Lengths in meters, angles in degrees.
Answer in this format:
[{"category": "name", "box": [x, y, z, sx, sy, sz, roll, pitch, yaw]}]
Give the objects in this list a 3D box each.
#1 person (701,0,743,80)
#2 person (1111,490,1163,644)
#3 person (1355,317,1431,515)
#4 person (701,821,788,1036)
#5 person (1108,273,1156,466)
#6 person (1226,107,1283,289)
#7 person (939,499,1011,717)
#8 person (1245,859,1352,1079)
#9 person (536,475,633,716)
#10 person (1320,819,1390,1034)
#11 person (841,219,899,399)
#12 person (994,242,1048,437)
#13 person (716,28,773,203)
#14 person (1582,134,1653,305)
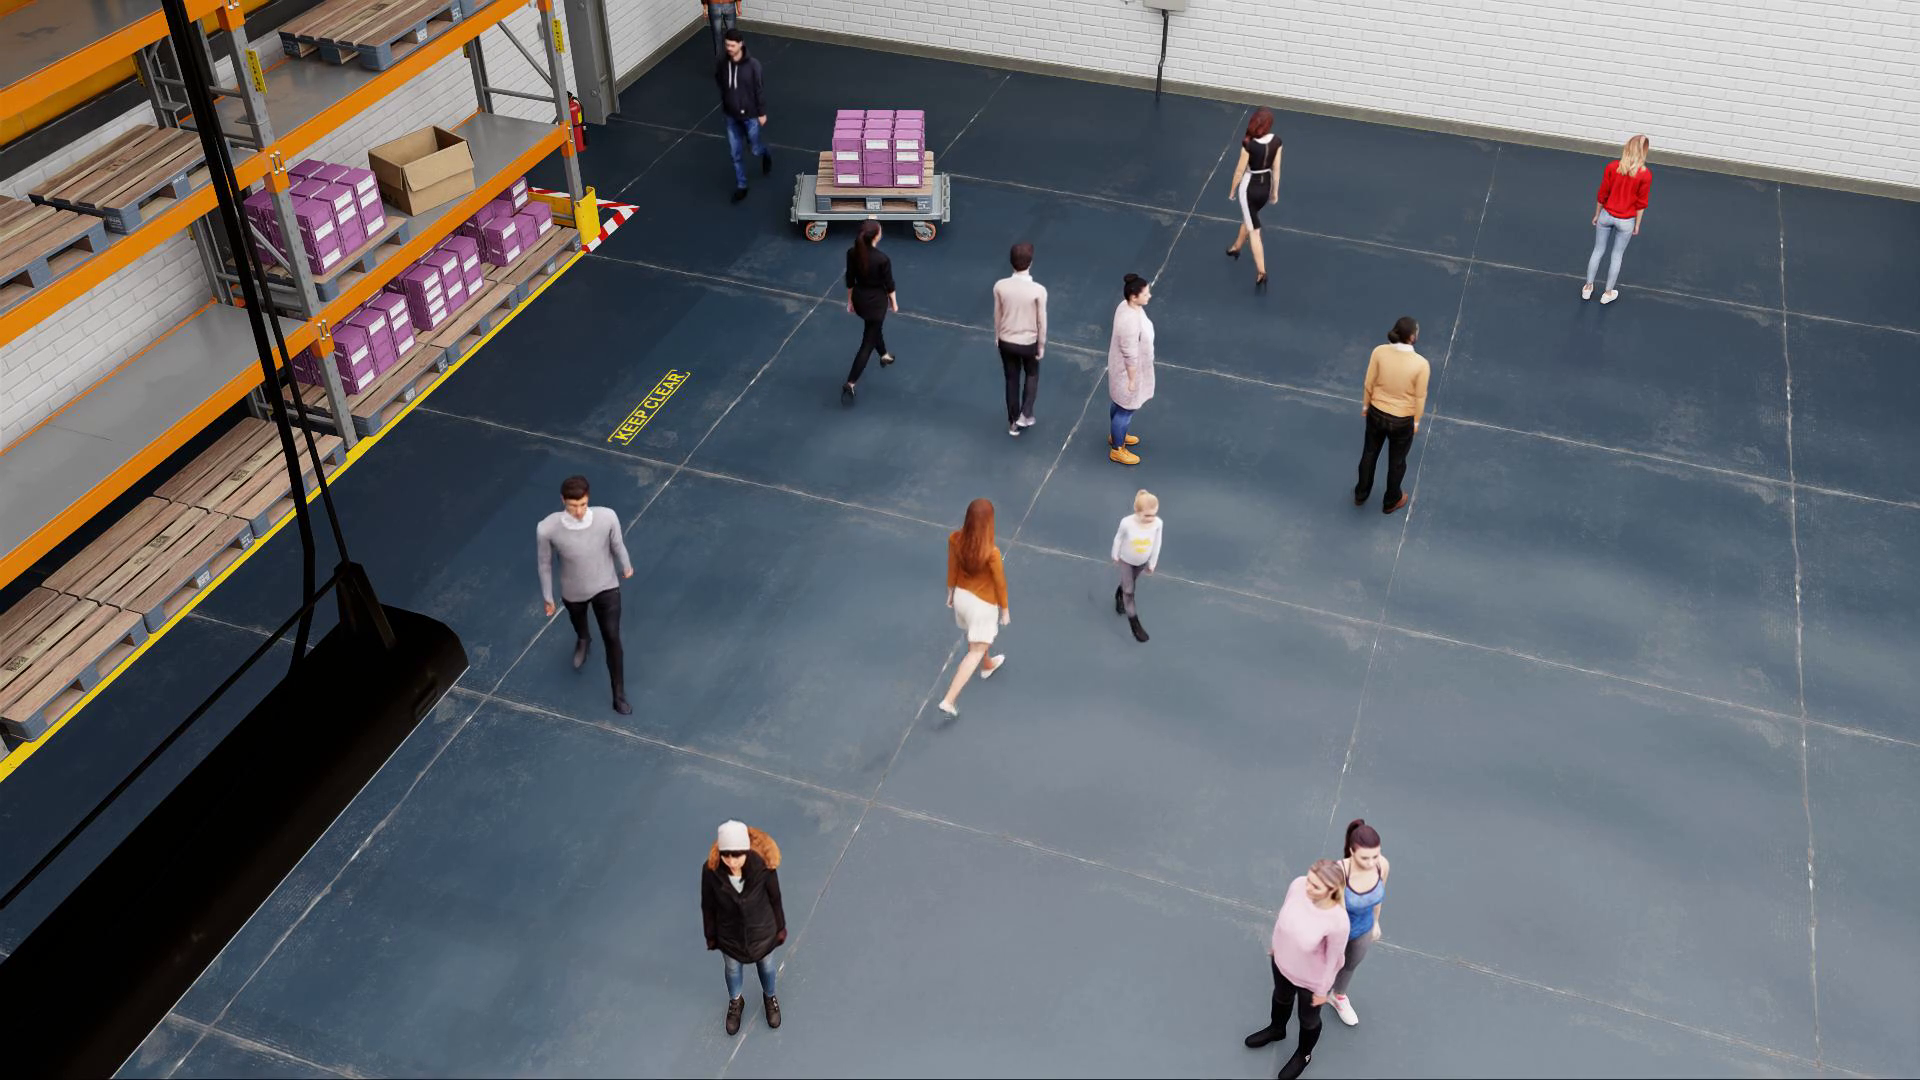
[{"category": "person", "box": [-2.869, -6.416, 20.071, 0.720, 1.783, 0.715, -7, 39, -9]}, {"category": "person", "box": [1.268, 0.101, 12.352, 0.783, 1.232, 0.940, -6, 39, -7]}, {"category": "person", "box": [3.452, -0.997, 13.311, 0.708, 1.751, 0.672, 22, 44, 25]}, {"category": "person", "box": [-1.216, 2.181, 9.426, 0.735, 1.634, 0.756, -5, 39, -6]}, {"category": "person", "box": [1.408, -1.455, 13.891, 0.813, 1.743, 0.663, 2, 39, 3]}, {"category": "person", "box": [2.902, -3.286, 16.177, 1.047, 1.751, 1.153, -13, 40, -15]}, {"category": "person", "box": [0.068, 0.483, 11.505, 0.853, 1.692, 1.156, 27, 46, 29]}, {"category": "person", "box": [1.910, 2.339, 9.185, 0.722, 1.687, 0.687, -22, 43, -25]}, {"category": "person", "box": [-2.611, 0.265, 11.650, 1.241, 1.851, 1.432, -7, 39, -9]}, {"category": "person", "box": [2.183, 2.194, 9.428, 0.659, 1.610, 0.700, -10, 40, -12]}, {"category": "person", "box": [-0.845, -1.995, 14.670, 0.799, 1.615, 1.161, 25, 45, 28]}, {"category": "person", "box": [0.473, -1.646, 14.085, 0.646, 1.799, 0.599, 9, 39, 11]}, {"category": "person", "box": [-2.264, -4.565, 17.689, 0.683, 1.864, 1.050, 12, 40, 15]}, {"category": "person", "box": [6.302, -3.082, 15.961, 0.666, 1.703, 0.591, 22, 44, 25]}]
